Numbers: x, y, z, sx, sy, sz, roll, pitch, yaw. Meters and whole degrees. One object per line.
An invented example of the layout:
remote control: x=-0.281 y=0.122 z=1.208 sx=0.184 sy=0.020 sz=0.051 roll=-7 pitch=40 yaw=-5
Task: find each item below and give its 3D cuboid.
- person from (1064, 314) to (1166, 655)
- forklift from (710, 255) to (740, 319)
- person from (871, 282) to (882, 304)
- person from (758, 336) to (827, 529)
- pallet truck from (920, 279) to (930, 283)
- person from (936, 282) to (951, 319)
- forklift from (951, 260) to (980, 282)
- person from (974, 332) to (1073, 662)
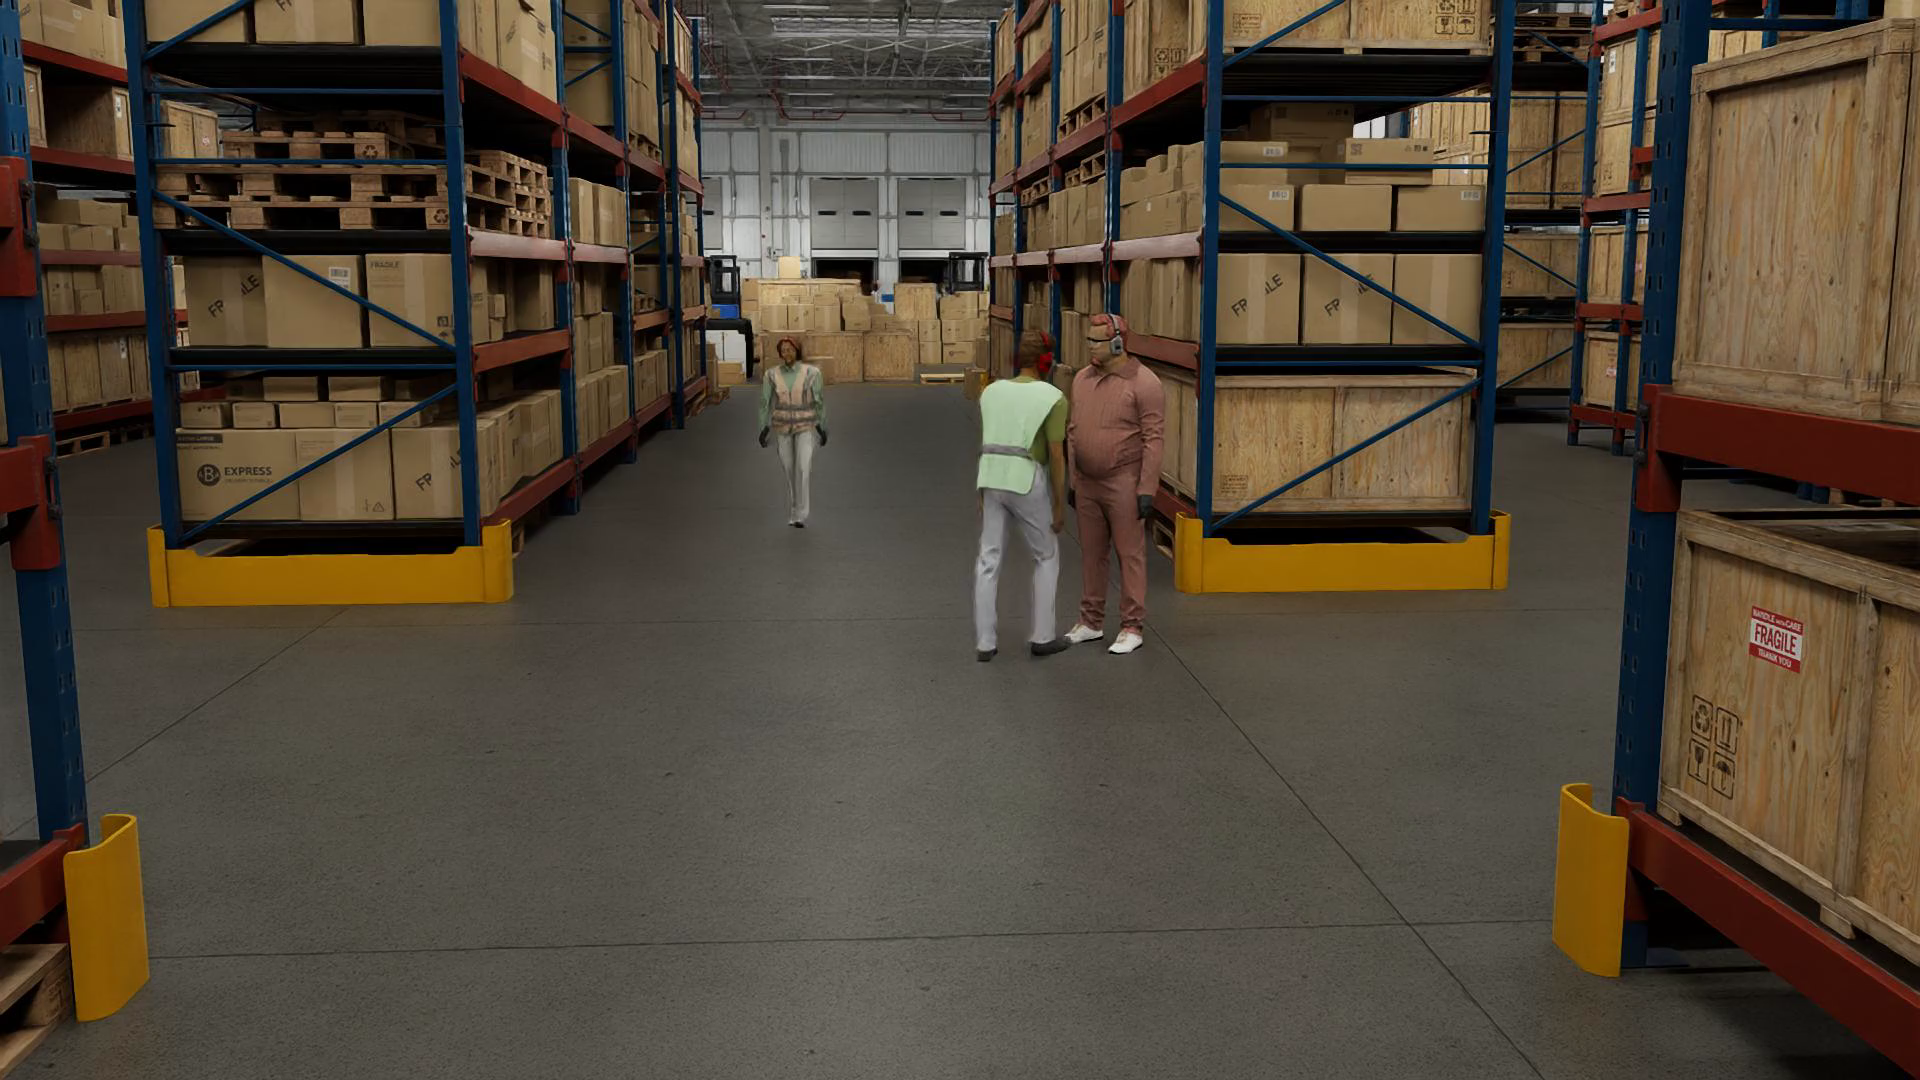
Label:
person: x=0.836 y=-0.315 z=9.366 sx=0.399 sy=1.905 sz=0.643 roll=-9 pitch=12 yaw=-43
forklift: x=-8.364 y=-8.712 z=59.035 sx=1.129 sy=2.768 sz=1.873 roll=-1 pitch=9 yaw=-4
person: x=-2.988 y=-8.062 z=58.117 sx=0.526 sy=1.865 sz=0.615 roll=-7 pitch=11 yaw=-36
person: x=-1.415 y=-0.886 z=13.856 sx=0.548 sy=1.599 sz=0.803 roll=1 pitch=9 yaw=8
pallet truck: x=-0.932 y=-8.922 z=63.114 sx=1.885 sy=1.965 sz=0.823 roll=2 pitch=9 yaw=13
person: x=-0.575 y=-6.614 z=48.885 sx=0.645 sy=1.918 sz=0.596 roll=-3 pitch=10 yaw=-21
forklift: x=0.137 y=-7.455 z=51.143 sx=1.129 sy=2.768 sz=1.873 roll=-2 pitch=9 yaw=-10
person: x=0.345 y=-0.233 z=9.175 sx=0.562 sy=1.804 sz=0.609 roll=6 pitch=11 yaw=33
